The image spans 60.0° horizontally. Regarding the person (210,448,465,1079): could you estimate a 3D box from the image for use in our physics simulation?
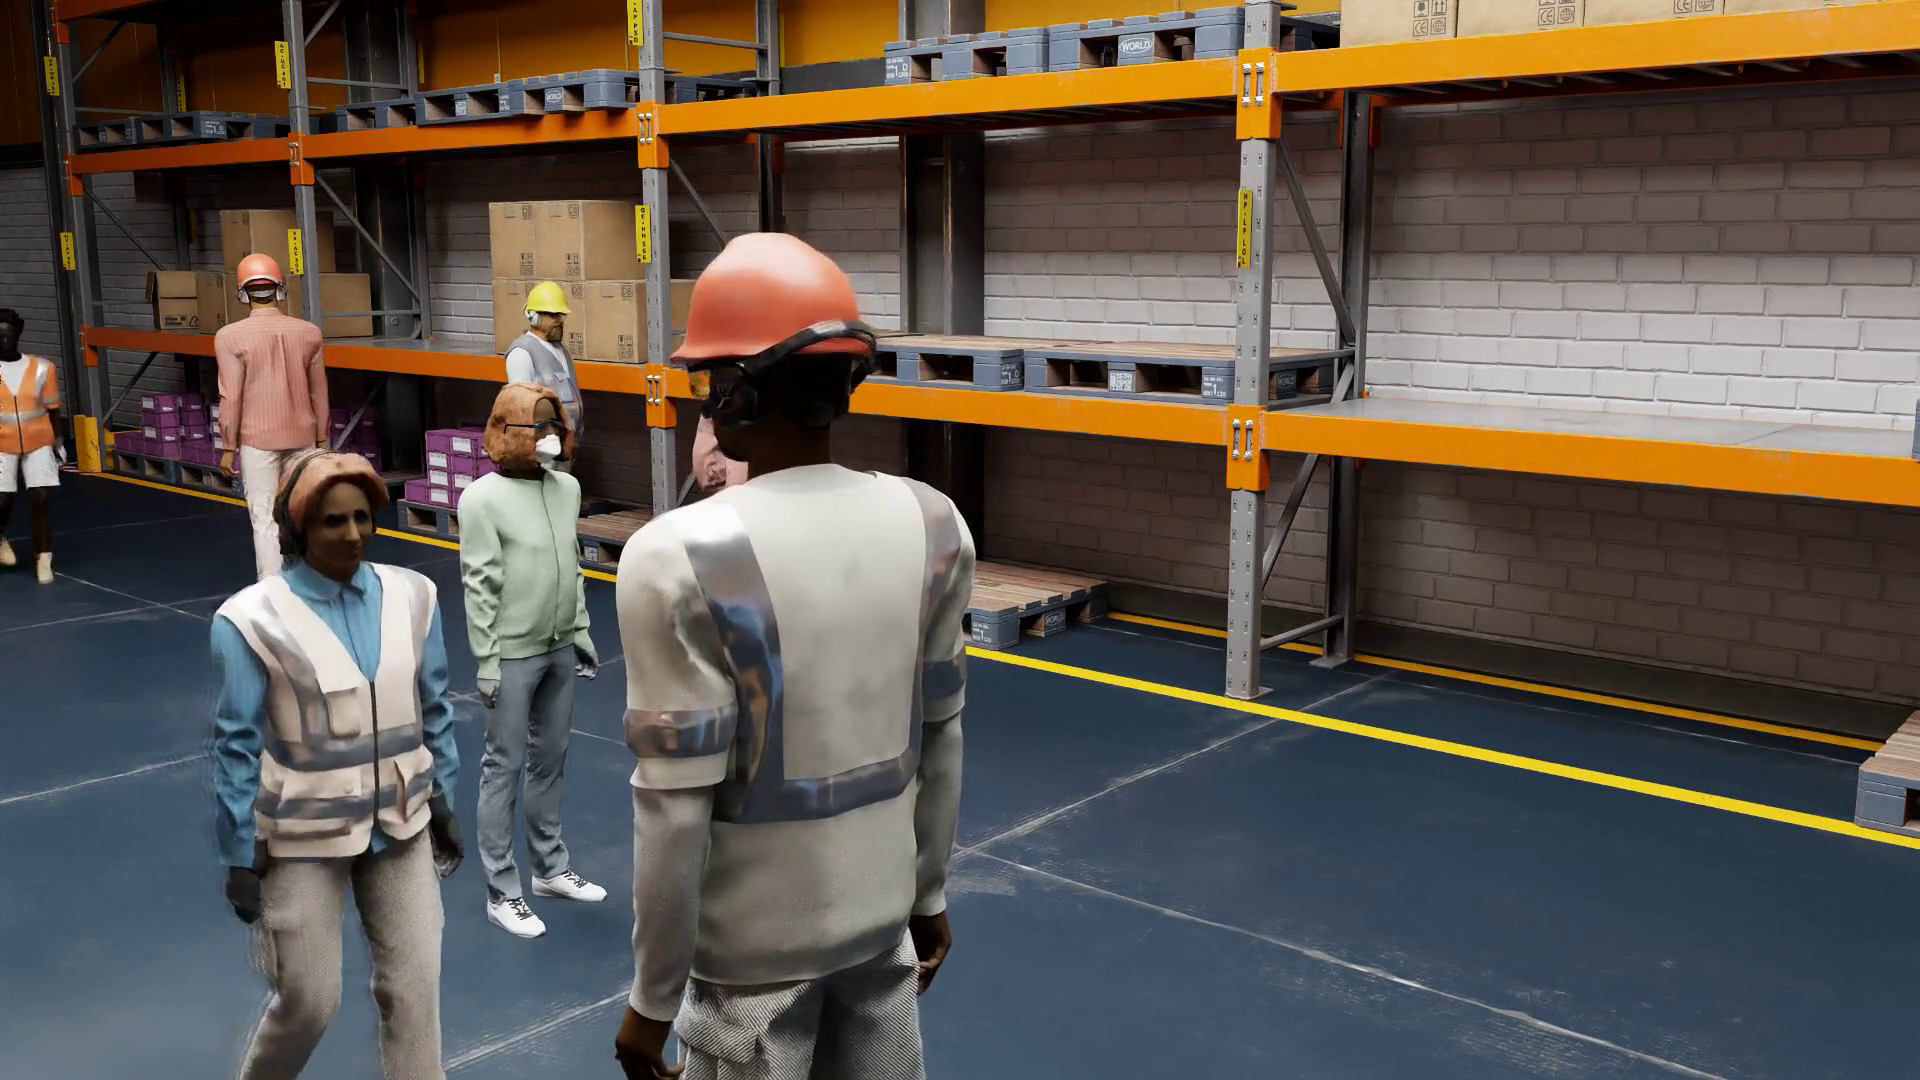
[{"bbox_3d":[-1.289,0.614,3.472,0.616,1.625,0.526,8,13,38],"label":"person"}]

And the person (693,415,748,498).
[{"bbox_3d":[-0.896,-0.127,6.886,0.410,1.909,0.643,1,10,3],"label":"person"}]

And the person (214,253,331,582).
[{"bbox_3d":[-3.707,-0.539,8.988,0.391,1.990,0.621,8,13,39],"label":"person"}]

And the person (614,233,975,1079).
[{"bbox_3d":[-0.264,0.567,2.549,0.616,2.040,0.382,-9,14,-43],"label":"person"}]

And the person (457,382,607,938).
[{"bbox_3d":[-1.273,0.344,4.980,0.279,1.634,0.498,5,11,25],"label":"person"}]

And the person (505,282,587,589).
[{"bbox_3d":[-2.382,-0.574,9.647,0.404,1.827,0.600,2,10,11],"label":"person"}]

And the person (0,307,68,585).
[{"bbox_3d":[-5.727,-0.575,10.066,0.553,1.676,0.507,-7,12,-37],"label":"person"}]
